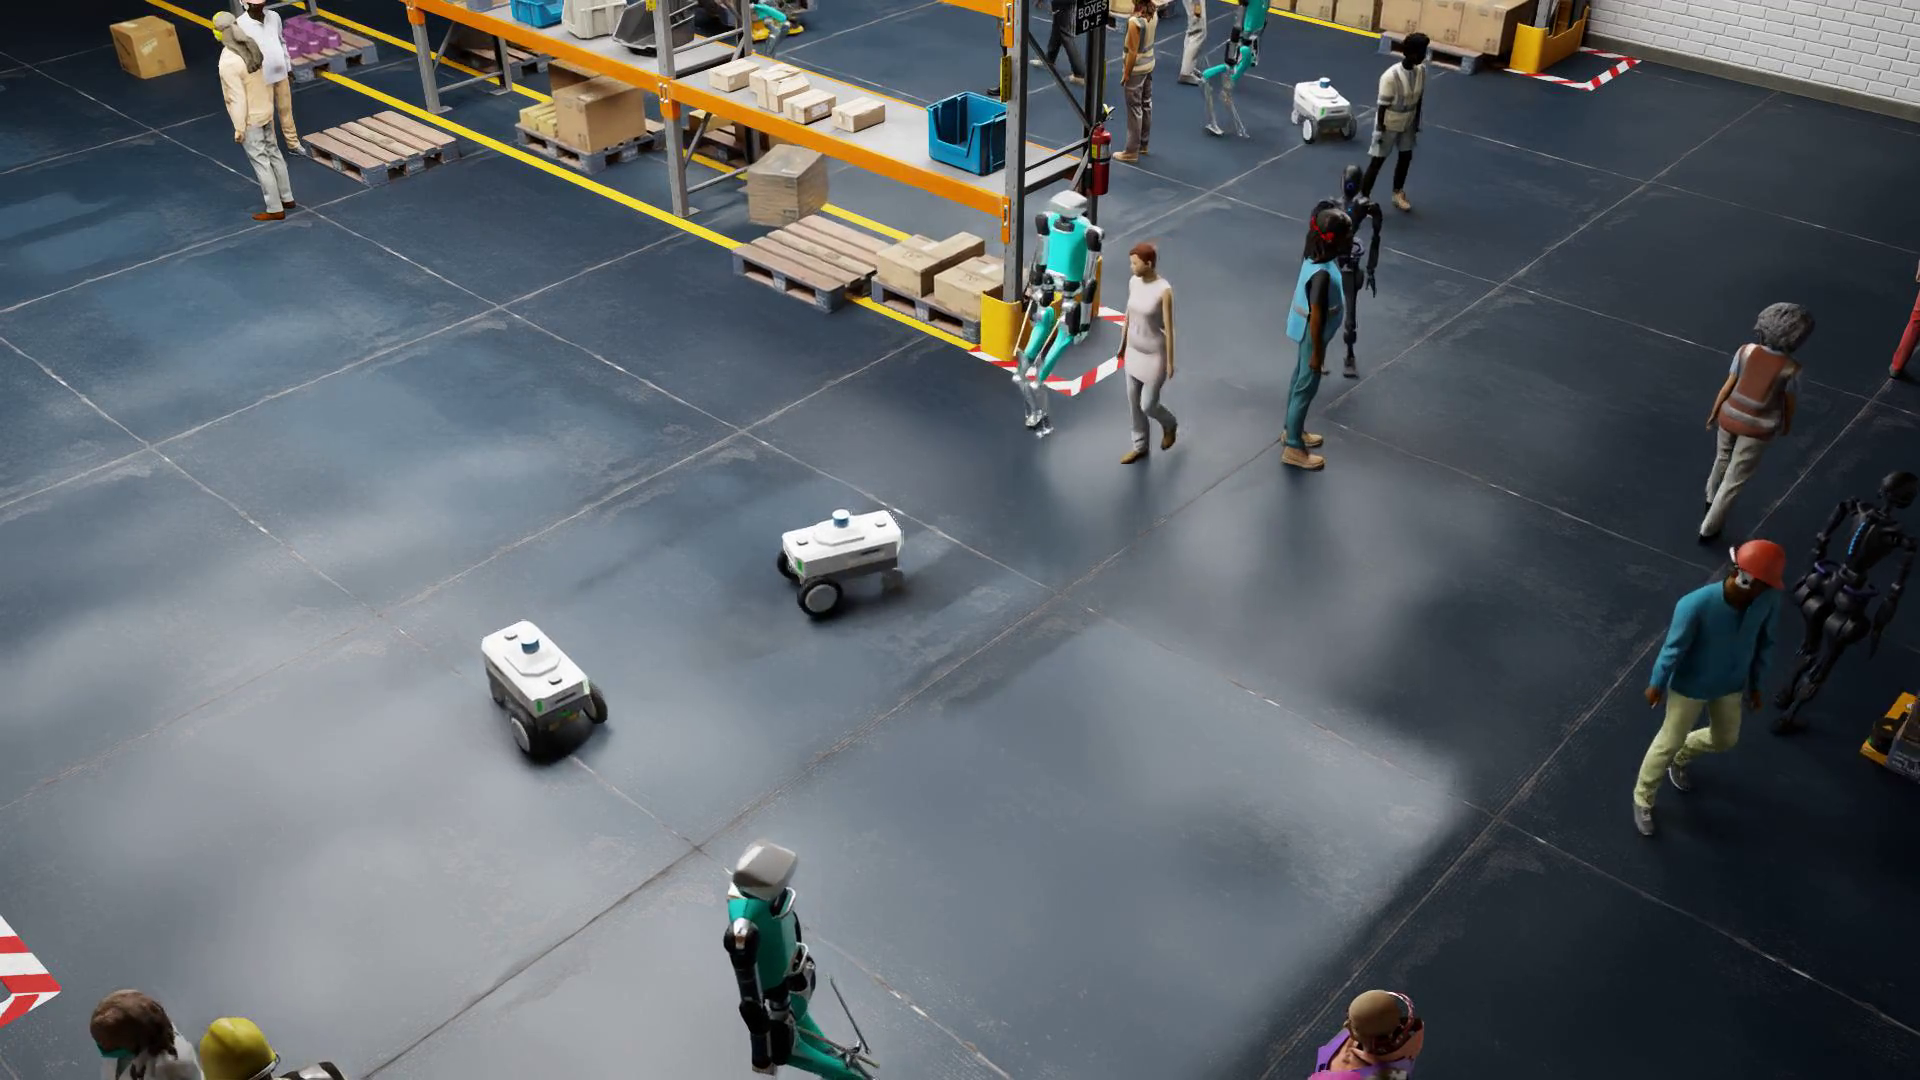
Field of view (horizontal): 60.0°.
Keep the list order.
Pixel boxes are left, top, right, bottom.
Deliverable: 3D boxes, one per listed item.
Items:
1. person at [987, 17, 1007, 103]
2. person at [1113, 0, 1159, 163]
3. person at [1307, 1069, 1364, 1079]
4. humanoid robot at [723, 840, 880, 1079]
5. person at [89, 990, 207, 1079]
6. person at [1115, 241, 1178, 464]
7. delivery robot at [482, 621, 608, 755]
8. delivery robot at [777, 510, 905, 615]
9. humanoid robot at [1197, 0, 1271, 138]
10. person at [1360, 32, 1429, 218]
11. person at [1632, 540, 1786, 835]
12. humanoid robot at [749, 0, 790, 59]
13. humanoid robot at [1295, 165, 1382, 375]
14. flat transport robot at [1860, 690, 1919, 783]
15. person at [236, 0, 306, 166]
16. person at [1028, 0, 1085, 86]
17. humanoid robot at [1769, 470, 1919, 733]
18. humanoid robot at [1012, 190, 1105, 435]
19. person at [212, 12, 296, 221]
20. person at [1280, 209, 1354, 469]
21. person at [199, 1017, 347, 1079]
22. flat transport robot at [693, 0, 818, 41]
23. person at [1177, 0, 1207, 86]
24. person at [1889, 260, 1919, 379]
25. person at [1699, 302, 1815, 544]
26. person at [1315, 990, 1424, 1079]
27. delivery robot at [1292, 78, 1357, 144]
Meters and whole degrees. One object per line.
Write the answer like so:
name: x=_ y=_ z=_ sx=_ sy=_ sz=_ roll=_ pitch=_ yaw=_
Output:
person: x=0.454 y=-5.520 z=17.340 sx=0.376 sy=1.936 sz=0.546 roll=-2 pitch=35 yaw=-3
person: x=1.711 y=-4.546 z=16.066 sx=0.305 sy=1.781 sz=0.462 roll=20 pitch=39 yaw=26
person: x=1.070 y=2.525 z=5.683 sx=0.521 sy=1.940 sz=0.540 roll=8 pitch=35 yaw=11
humanoid robot: x=-0.458 y=1.955 z=6.719 sx=0.990 sy=1.780 sz=0.532 roll=7 pitch=35 yaw=10
person: x=-3.031 y=2.298 z=6.276 sx=0.497 sy=1.625 sz=0.812 roll=29 pitch=44 yaw=35
person: x=1.313 y=-1.281 z=11.456 sx=0.409 sy=1.631 sz=0.498 roll=-27 pitch=43 yaw=-33
delivery robot: x=-2.387 y=0.795 z=9.404 sx=0.499 sy=0.592 sz=0.783 roll=-26 pitch=42 yaw=-32
delivery robot: x=-0.757 y=0.096 z=10.431 sx=0.799 sy=0.608 sz=0.499 roll=-13 pitch=37 yaw=-19
humanoid robot: x=2.698 y=-4.889 z=16.609 sx=0.752 sy=1.787 sz=0.550 roll=27 pitch=43 yaw=34
person: x=3.908 y=-3.739 z=14.970 sx=0.599 sy=1.690 sz=0.341 roll=-21 pitch=40 yaw=-27
person: x=3.806 y=0.698 z=8.517 sx=0.573 sy=1.722 sz=0.421 roll=-7 pitch=35 yaw=-10
humanoid robot: x=-2.154 y=-5.977 z=18.196 sx=0.761 sy=1.801 sz=0.543 roll=-5 pitch=35 yaw=-8
humanoid robot: x=2.857 y=-2.033 z=12.518 sx=0.610 sy=1.644 sz=0.338 roll=3 pitch=35 yaw=5
flat transport robot: x=5.728 y=1.271 z=8.969 sx=1.431 sy=0.231 sz=0.659 roll=29 pitch=44 yaw=35
person: x=-6.646 y=-4.495 z=16.015 sx=0.328 sy=1.750 sz=0.568 roll=18 pitch=38 yaw=24
person: x=1.099 y=-5.828 z=17.923 sx=0.872 sy=1.787 sz=0.538 roll=25 pitch=42 yaw=32
humanoid robot: x=4.814 y=0.328 z=9.107 sx=0.504 sy=1.633 sz=0.607 roll=-15 pitch=37 yaw=-21
humanoid robot: x=0.610 y=-1.519 z=11.720 sx=0.547 sy=1.786 sz=0.716 roll=23 pitch=41 yaw=30
person: x=-6.321 y=-3.784 z=14.881 sx=0.390 sy=1.874 sz=0.565 roll=3 pitch=35 yaw=5
person: x=2.425 y=-1.391 z=11.419 sx=0.373 sy=1.864 sz=0.539 roll=6 pitch=35 yaw=8
person: x=-2.403 y=2.375 z=6.006 sx=0.594 sy=1.825 sz=0.403 roll=-26 pitch=42 yaw=-33
flat transport robot: x=-2.500 y=-6.300 z=19.938 sx=0.659 sy=0.231 sz=1.431 roll=-20 pitch=39 yaw=-26
person: x=2.518 y=-5.844 z=17.852 sx=0.416 sy=1.886 sz=0.570 roll=4 pitch=35 yaw=6
person: x=7.395 y=-1.974 z=12.362 sx=0.520 sy=1.759 sz=0.347 roll=24 pitch=41 yaw=31
person: x=5.119 y=-0.774 z=10.702 sx=0.716 sy=1.666 sz=0.453 roll=-24 pitch=41 yaw=-31
person: x=1.479 y=2.278 z=6.256 sx=0.347 sy=1.693 sz=0.480 roll=1 pitch=35 yaw=1
delivery robot: x=3.679 y=-4.392 z=16.910 sx=0.499 sy=0.582 sz=0.773 roll=-8 pitch=35 yaw=-12
